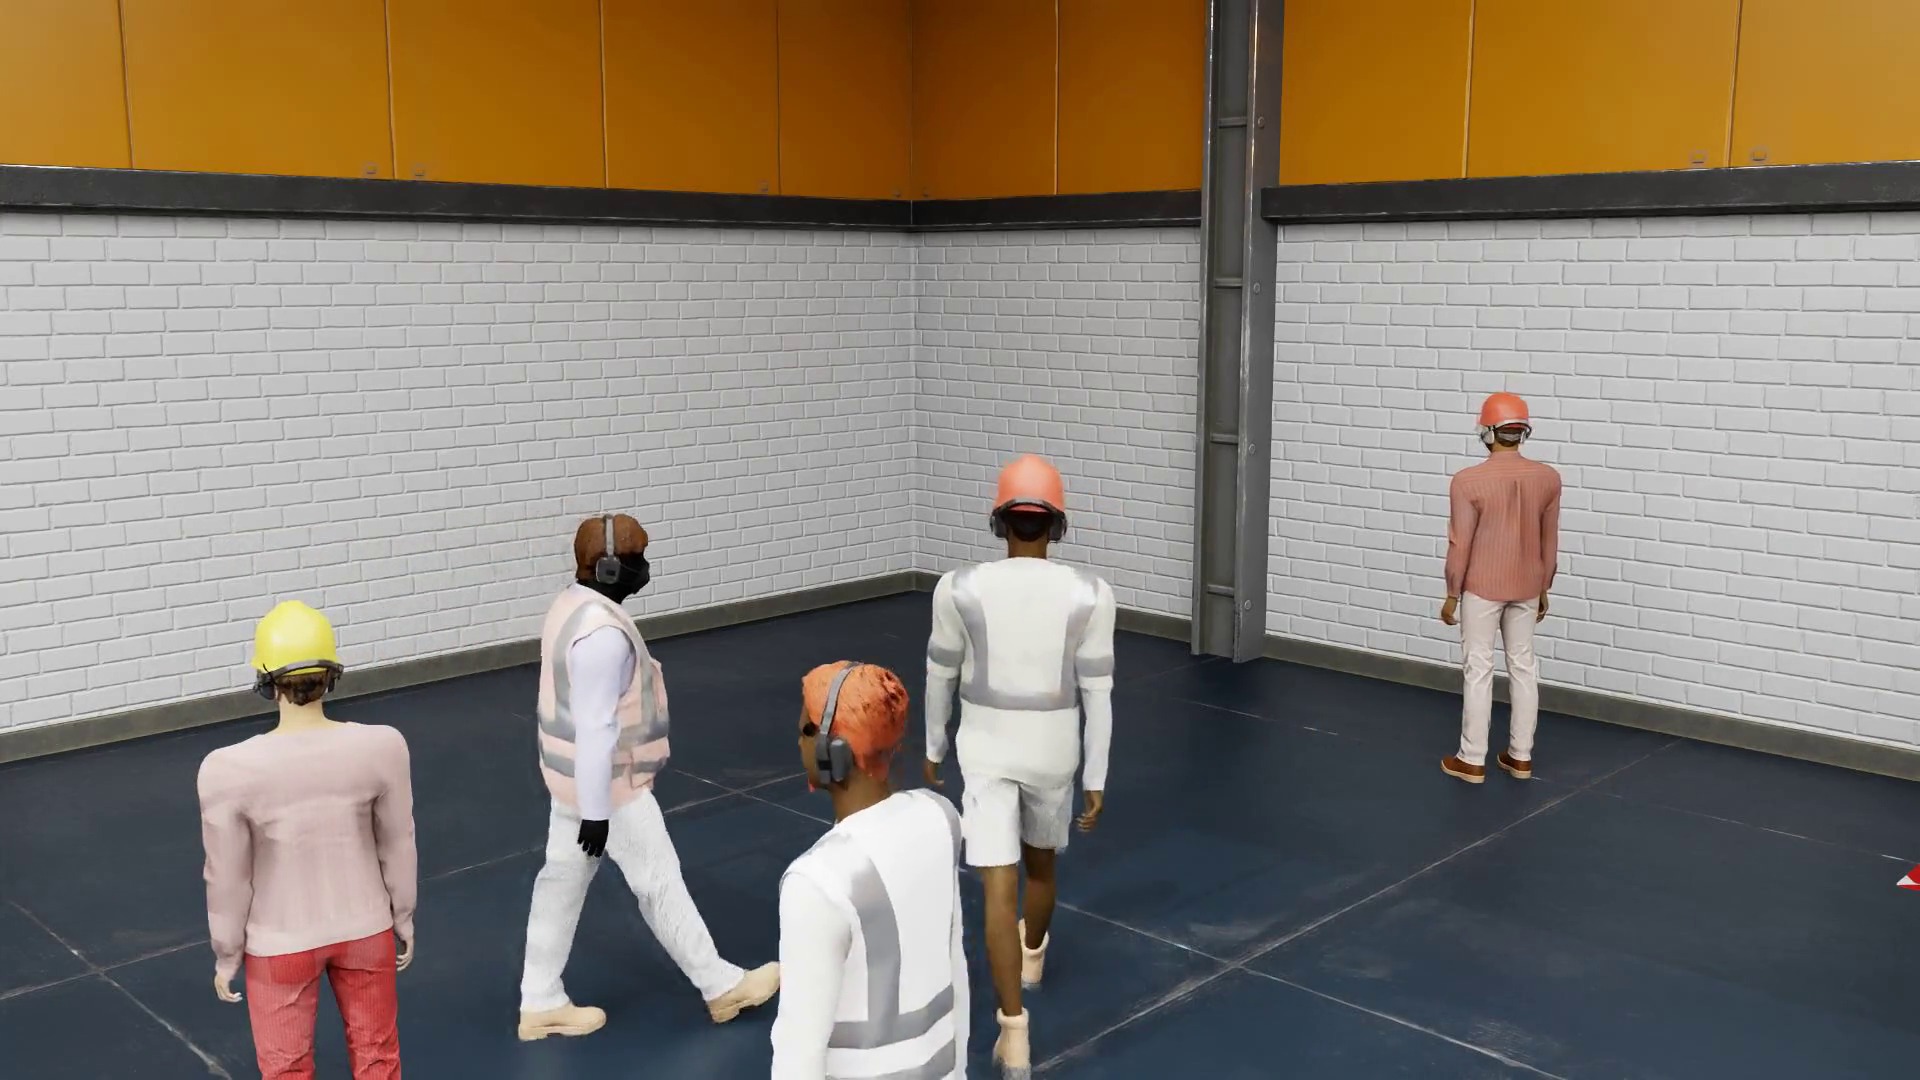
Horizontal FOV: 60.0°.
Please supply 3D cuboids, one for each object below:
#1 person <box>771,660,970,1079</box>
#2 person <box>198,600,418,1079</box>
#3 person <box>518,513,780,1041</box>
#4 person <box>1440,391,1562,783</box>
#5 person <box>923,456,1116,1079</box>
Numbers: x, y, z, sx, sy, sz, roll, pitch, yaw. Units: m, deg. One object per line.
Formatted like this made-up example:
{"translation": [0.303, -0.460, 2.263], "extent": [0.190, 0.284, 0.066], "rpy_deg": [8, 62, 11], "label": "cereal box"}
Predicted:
{"translation": [-0.128, 1.154, 3.370], "extent": [0.964, 1.849, 0.589], "rpy_deg": [4, 10, 25], "label": "person"}
{"translation": [-1.673, 1.031, 4.325], "extent": [0.525, 1.772, 0.309], "rpy_deg": [-6, 11, -33], "label": "person"}
{"translation": [-1.093, 0.800, 5.641], "extent": [0.931, 1.795, 0.658], "rpy_deg": [-4, 10, -21], "label": "person"}
{"translation": [2.736, 0.244, 8.457], "extent": [0.609, 1.995, 0.375], "rpy_deg": [-2, 10, -13], "label": "person"}
{"translation": [0.194, 0.710, 5.622], "extent": [0.631, 1.989, 1.044], "rpy_deg": [0, 9, -2], "label": "person"}
